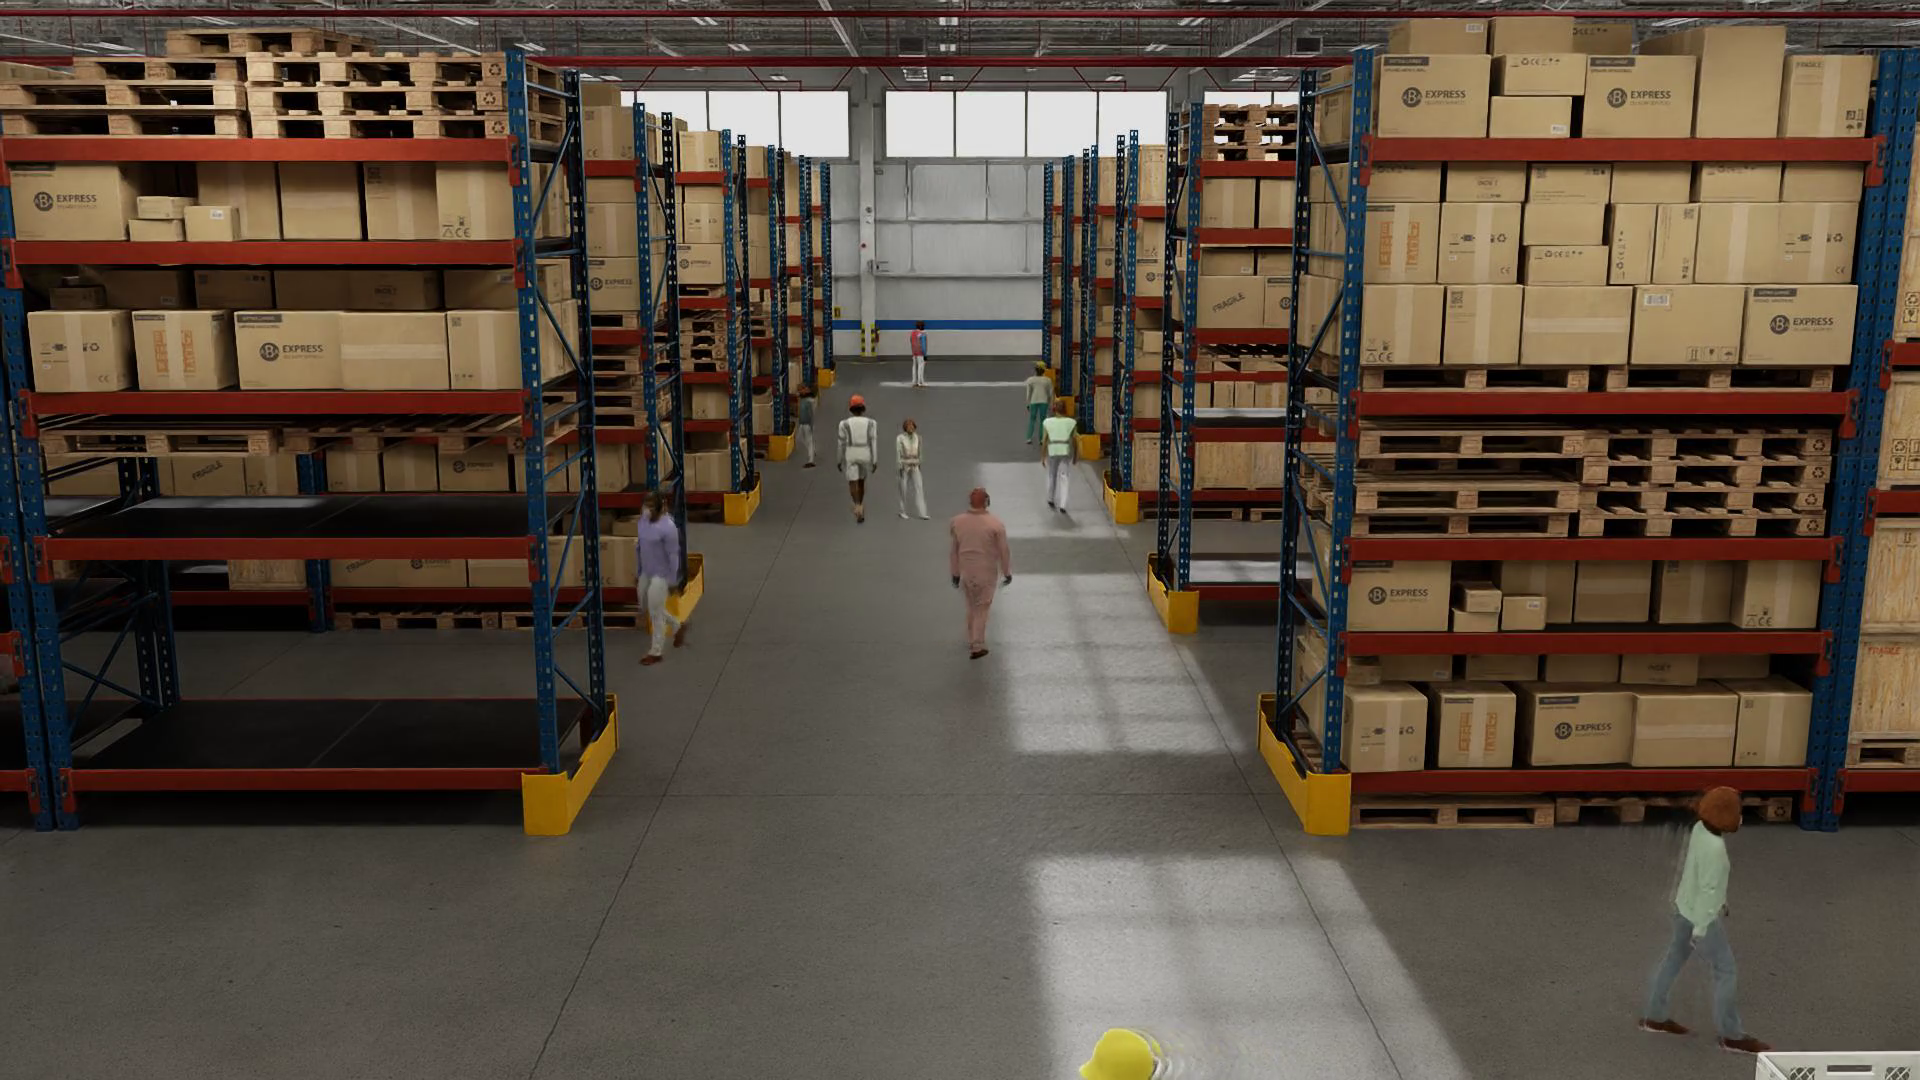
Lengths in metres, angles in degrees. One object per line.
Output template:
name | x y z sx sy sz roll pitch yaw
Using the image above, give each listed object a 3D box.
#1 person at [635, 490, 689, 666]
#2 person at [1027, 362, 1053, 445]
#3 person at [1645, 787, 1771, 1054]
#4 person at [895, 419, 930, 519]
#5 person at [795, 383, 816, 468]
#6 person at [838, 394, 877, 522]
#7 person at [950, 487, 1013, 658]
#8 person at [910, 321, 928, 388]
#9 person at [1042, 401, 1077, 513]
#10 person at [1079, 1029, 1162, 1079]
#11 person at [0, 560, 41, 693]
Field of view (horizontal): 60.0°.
person | -3.267 0.388 18.166 0.643 1.924 0.654 11 16 43
person | 1.669 -2.854 34.708 0.537 1.732 0.501 3 12 16
person | 4.494 2.228 9.845 0.763 1.602 0.519 2 12 12
person | -0.763 -1.098 26.329 0.502 1.606 0.774 -6 13 -27
person | -2.937 -2.178 31.631 0.339 1.618 0.546 -10 15 -40
person | -1.611 -1.286 26.262 0.618 2.016 0.936 -2 12 -12
person | 0.273 0.342 18.517 0.642 1.878 0.799 6 13 28
person | -1.102 -5.070 45.442 0.429 1.836 0.625 -8 14 -33
person | 1.634 -1.382 27.270 0.587 1.783 0.978 0 11 -1
person | 0.557 2.781 6.580 0.747 1.802 0.612 -1 11 -3
person | -9.880 0.659 17.017 0.916 1.843 0.653 -1 11 -4
